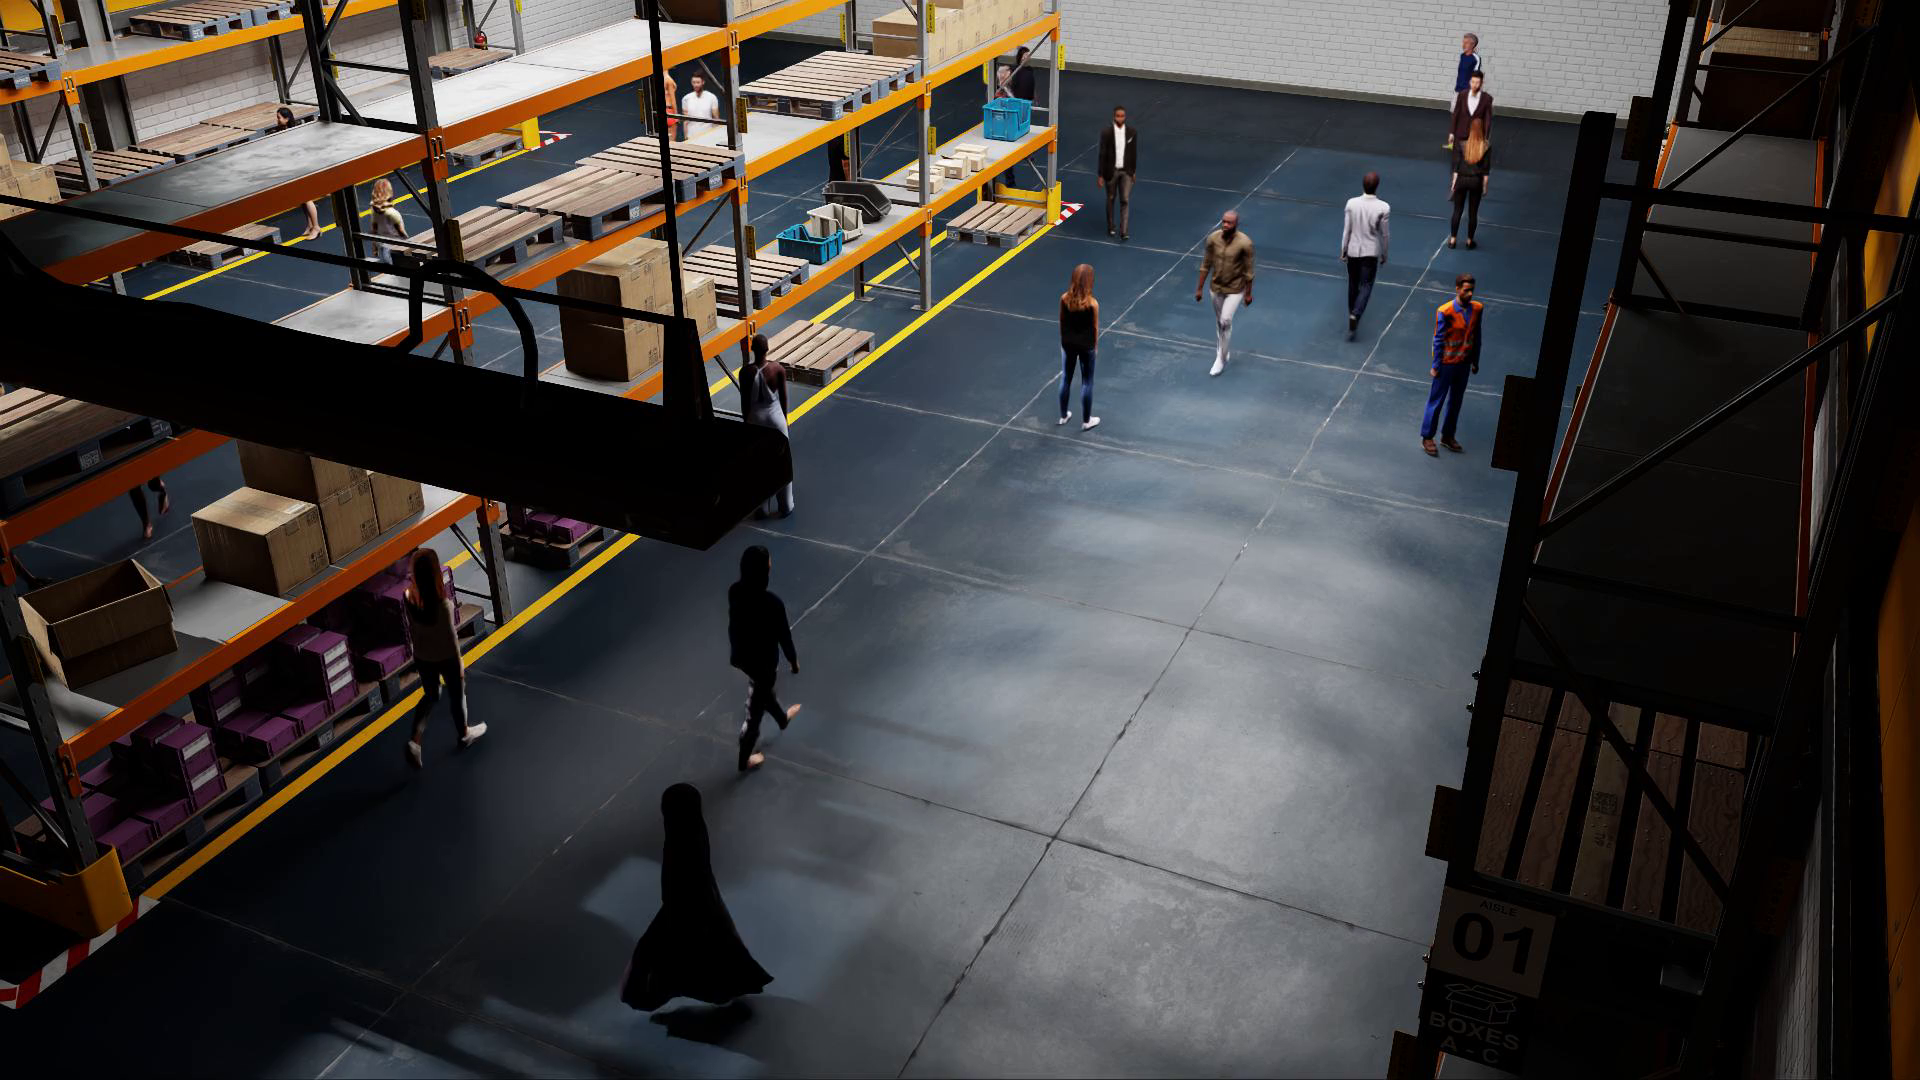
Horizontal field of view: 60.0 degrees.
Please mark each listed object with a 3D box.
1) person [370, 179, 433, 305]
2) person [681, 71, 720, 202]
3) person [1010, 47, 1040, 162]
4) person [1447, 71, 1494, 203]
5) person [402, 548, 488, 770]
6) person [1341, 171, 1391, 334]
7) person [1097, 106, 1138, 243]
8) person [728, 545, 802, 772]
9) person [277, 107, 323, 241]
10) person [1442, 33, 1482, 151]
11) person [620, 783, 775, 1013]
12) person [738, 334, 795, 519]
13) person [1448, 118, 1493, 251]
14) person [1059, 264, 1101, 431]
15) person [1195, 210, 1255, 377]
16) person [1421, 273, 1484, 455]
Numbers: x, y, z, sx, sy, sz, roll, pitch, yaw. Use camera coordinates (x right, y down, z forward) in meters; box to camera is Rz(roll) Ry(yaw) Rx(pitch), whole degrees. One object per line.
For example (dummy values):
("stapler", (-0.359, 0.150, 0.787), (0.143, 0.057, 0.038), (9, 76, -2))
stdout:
("person", (-6.695, -3.298, 19.379), (0.886, 1.666, 1.277), (23, 36, 35))
("person", (-3.667, -5.769, 23.719), (0.747, 1.847, 0.728), (4, 29, 8))
("person", (0.911, -6.758, 25.712), (0.893, 1.676, 0.873), (-21, 35, -33))
("person", (7.269, -5.773, 23.734), (0.758, 1.840, 1.022), (10, 30, 18))
("person", (-3.742, 0.862, 11.723), (0.609, 1.694, 0.974), (12, 31, 21))
("person", (4.646, -3.306, 19.230), (0.689, 1.824, 1.122), (12, 31, 21))
("person", (2.087, -4.911, 22.235), (1.035, 1.762, 1.229), (-2, 29, -4))
("person", (-1.474, 0.869, 11.709), (0.742, 1.696, 1.057), (18, 33, 30))
("person", (-8.843, -4.895, 22.199), (0.798, 1.769, 0.775), (-19, 34, -31))
("person", (7.962, -7.000, 25.999), (0.974, 1.826, 0.922), (-8, 30, -15))
("person", (-1.477, 2.065, 9.611), (1.030, 1.604, 1.147), (-2, 29, -4))
("person", (-1.761, -1.031, 15.101), (0.649, 1.783, 0.656), (-3, 29, -6))
("person", (6.693, -4.677, 21.861), (0.611, 1.710, 0.546), (11, 30, 19))
("person", (1.201, -1.970, 16.886), (0.601, 1.721, 0.511), (15, 32, 25))
("person", (2.967, -2.766, 18.263), (0.831, 1.801, 0.903), (18, 33, 30))
("person", (4.841, -1.742, 16.321), (0.771, 1.864, 0.825), (-9, 30, -16))
